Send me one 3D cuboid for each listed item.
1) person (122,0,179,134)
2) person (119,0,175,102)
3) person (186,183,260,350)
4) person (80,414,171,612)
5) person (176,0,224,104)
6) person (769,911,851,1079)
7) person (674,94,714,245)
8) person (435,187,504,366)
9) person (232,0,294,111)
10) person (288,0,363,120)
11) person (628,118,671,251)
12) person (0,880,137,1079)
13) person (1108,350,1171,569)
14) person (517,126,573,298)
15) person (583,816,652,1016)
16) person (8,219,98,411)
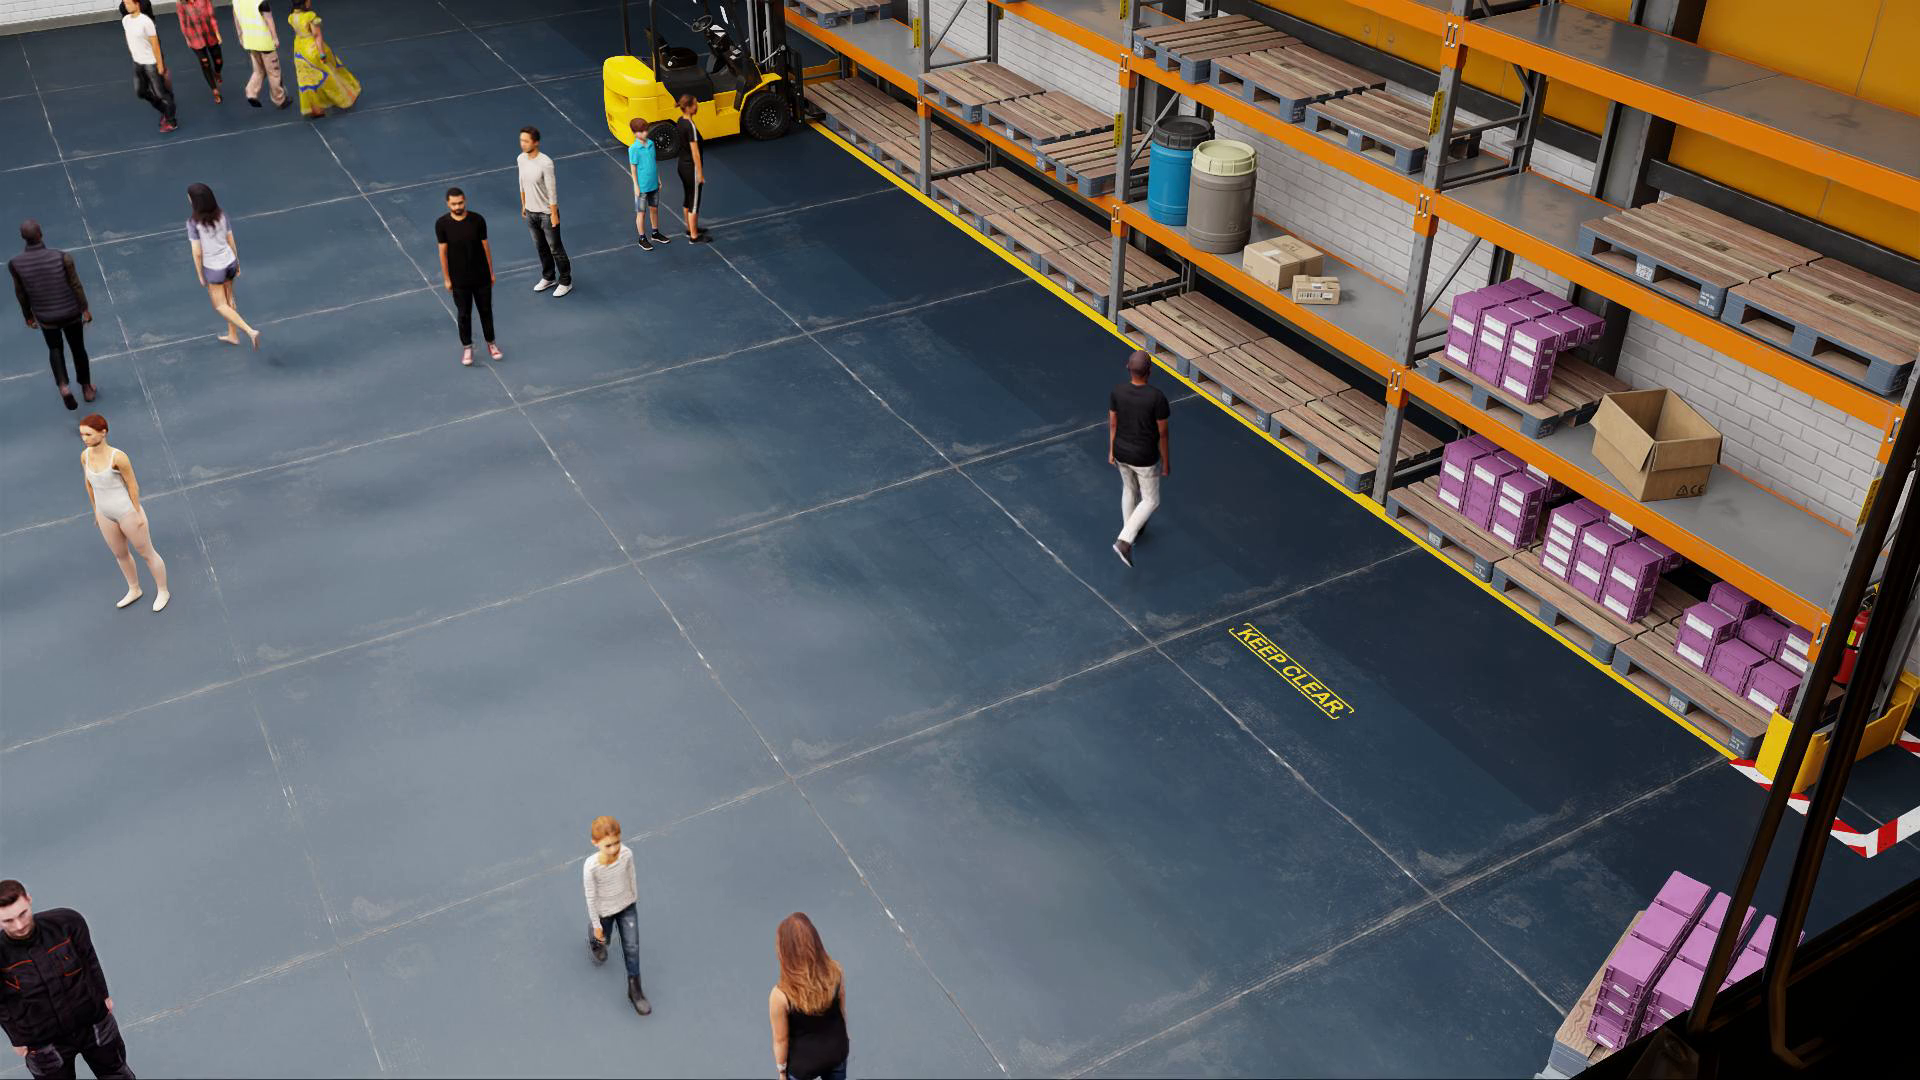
[{"bbox_3d":[-10.338,-6.142,21.308,0.801,1.793,0.867,11,35,16],"label":"person"},{"bbox_3d":[-10.842,-6.647,22.148,0.638,1.703,0.655,21,39,29],"label":"person"},{"bbox_3d":[-7.091,-2.596,16.046,1.056,1.711,0.858,20,39,28],"label":"person"},{"bbox_3d":[-6.323,-0.214,12.523,0.615,1.644,0.654,5,34,7],"label":"person"},{"bbox_3d":[-10.154,-6.748,22.314,0.661,1.686,0.854,-14,36,-20],"label":"person"},{"bbox_3d":[-0.674,2.595,8.253,0.642,1.692,0.996,-25,41,-33],"label":"person"},{"bbox_3d":[-2.979,-4.103,18.352,0.647,1.668,0.475,-15,36,-21],"label":"person"},{"bbox_3d":[-4.703,-2.546,15.930,0.651,1.756,0.571,-13,36,-19],"label":"person"},{"bbox_3d":[-9.229,-6.520,21.845,0.989,1.827,1.044,10,35,14],"label":"person"},{"bbox_3d":[-8.508,-6.303,21.693,1.215,1.634,1.183,15,37,22],"label":"person"},{"bbox_3d":[-3.467,-3.948,18.317,0.588,1.449,0.584,23,40,31],"label":"person"},{"bbox_3d":[-4.494,2.416,8.322,0.701,1.914,0.753,27,42,35],"label":"person"},{"bbox_3d":[1.365,-0.616,13.000,1.053,1.786,1.003,19,38,26],"label":"person"},{"bbox_3d":[-4.306,-3.418,17.196,0.635,1.807,0.769,19,38,26],"label":"person"},{"bbox_3d":[-1.997,2.062,9.412,0.513,1.297,0.898,-21,39,-28],"label":"person"},{"bbox_3d":[-8.174,-2.000,15.048,0.816,1.823,1.008,-10,35,-15],"label":"person"}]
